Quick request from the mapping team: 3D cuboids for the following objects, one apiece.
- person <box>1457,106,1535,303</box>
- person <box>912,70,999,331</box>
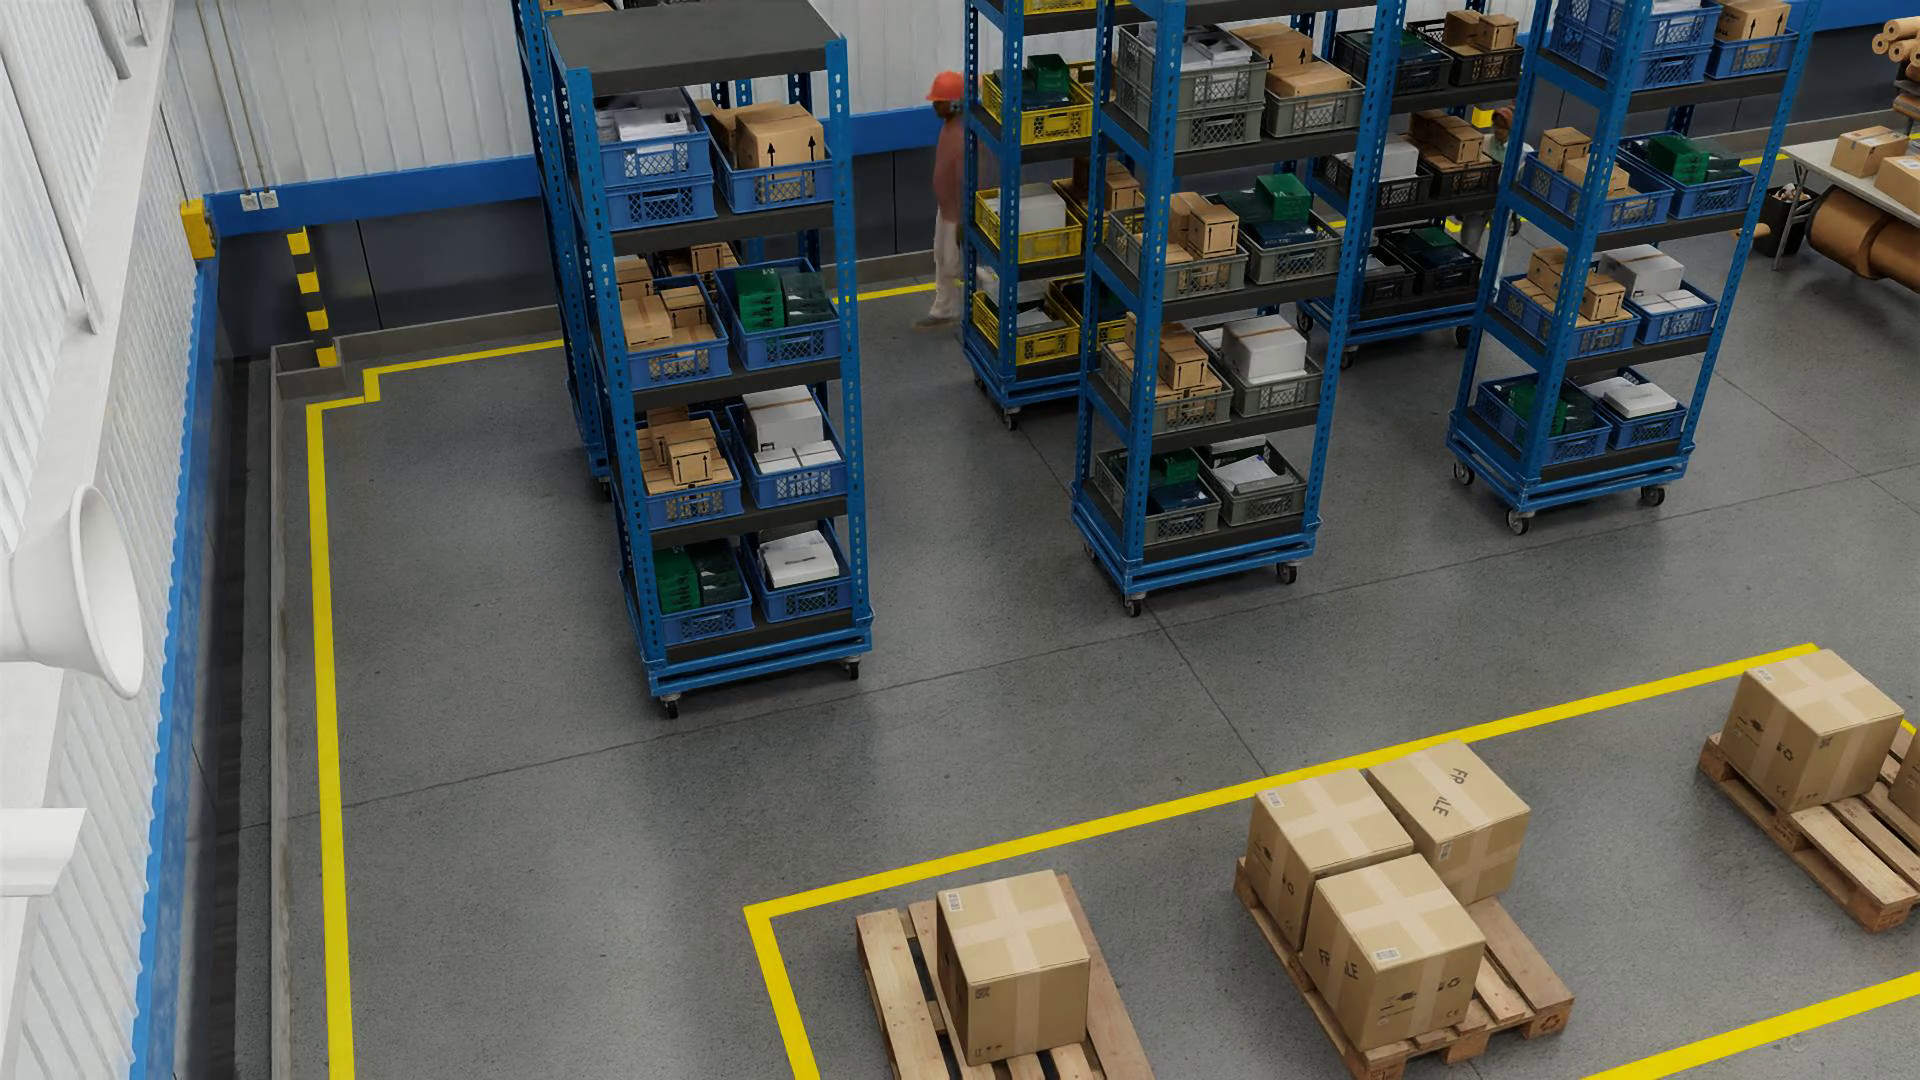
[{"bbox_3d":[3.921,-2.420,12.285,0.515,1.636,0.315,23,41,29],"label":"person"},{"bbox_3d":[0.015,-2.406,11.975,0.688,1.974,0.636,-9,36,-12],"label":"person"}]
